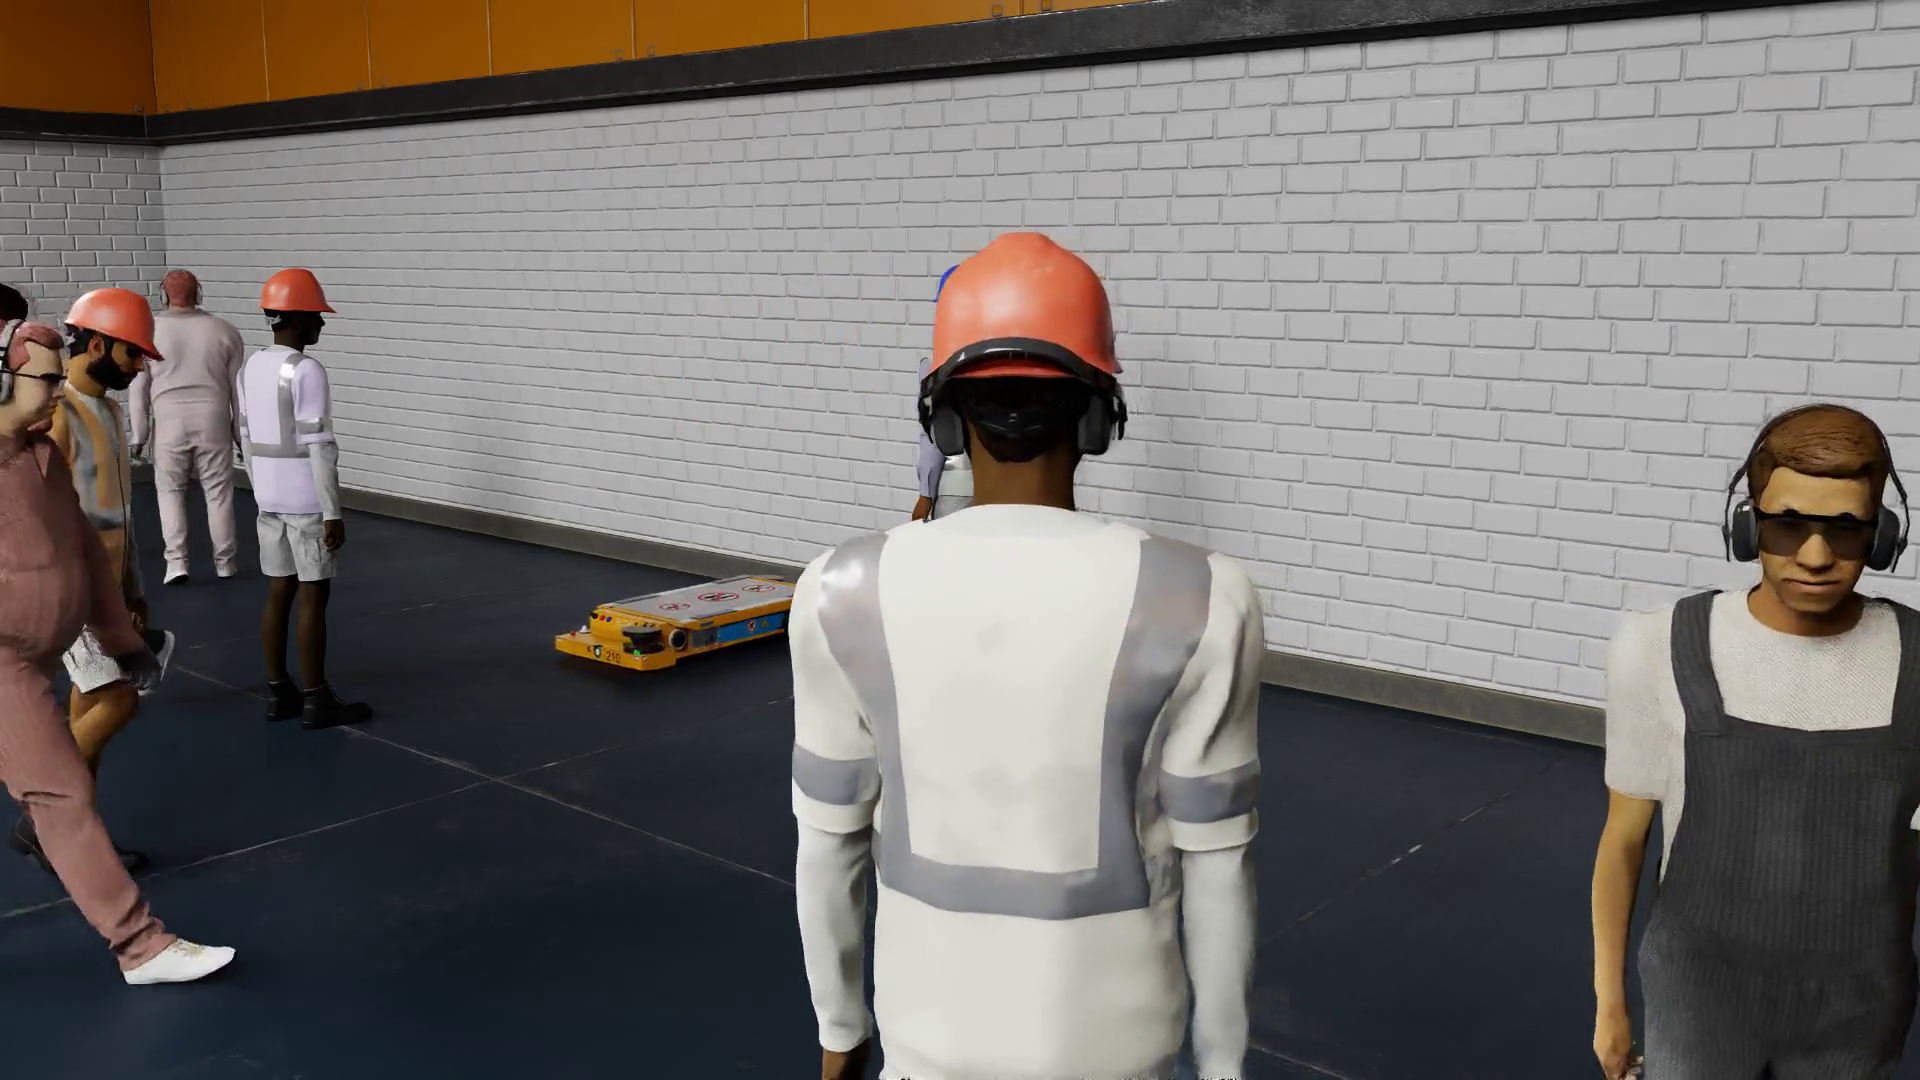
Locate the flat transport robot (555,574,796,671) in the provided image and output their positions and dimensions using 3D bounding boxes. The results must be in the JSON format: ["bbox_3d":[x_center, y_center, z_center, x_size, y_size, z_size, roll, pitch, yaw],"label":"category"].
[{"bbox_3d":[-1.295,0.399,8.543,0.652,0.197,1.431,8,13,39],"label":"flat transport robot"}]

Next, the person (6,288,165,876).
[{"bbox_3d":[-2.760,0.156,5.307,0.467,1.893,0.634,-1,10,-6],"label":"person"}]

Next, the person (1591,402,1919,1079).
[{"bbox_3d":[1.148,0.725,2.314,0.506,1.808,0.854,3,10,16],"label":"person"}]

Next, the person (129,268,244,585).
[{"bbox_3d":[-4.644,-0.677,10.043,0.676,1.911,0.402,-5,11,-27],"label":"person"}]

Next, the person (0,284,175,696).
[{"bbox_3d":[-3.781,-0.130,6.983,0.591,1.893,0.745,6,12,31],"label":"person"}]

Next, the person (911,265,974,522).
[{"bbox_3d":[0.034,-0.251,7.474,0.603,1.949,0.389,-10,14,-44],"label":"person"}]

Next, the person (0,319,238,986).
[{"bbox_3d":[-2.565,0.335,4.470,1.033,1.846,0.653,-2,10,-10],"label":"person"}]

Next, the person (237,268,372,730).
[{"bbox_3d":[-2.785,-0.172,7.052,0.550,1.935,0.375,7,12,35],"label":"person"}]

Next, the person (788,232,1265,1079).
[{"bbox_3d":[0.084,0.629,2.209,0.606,2.042,0.395,3,10,15],"label":"person"}]
